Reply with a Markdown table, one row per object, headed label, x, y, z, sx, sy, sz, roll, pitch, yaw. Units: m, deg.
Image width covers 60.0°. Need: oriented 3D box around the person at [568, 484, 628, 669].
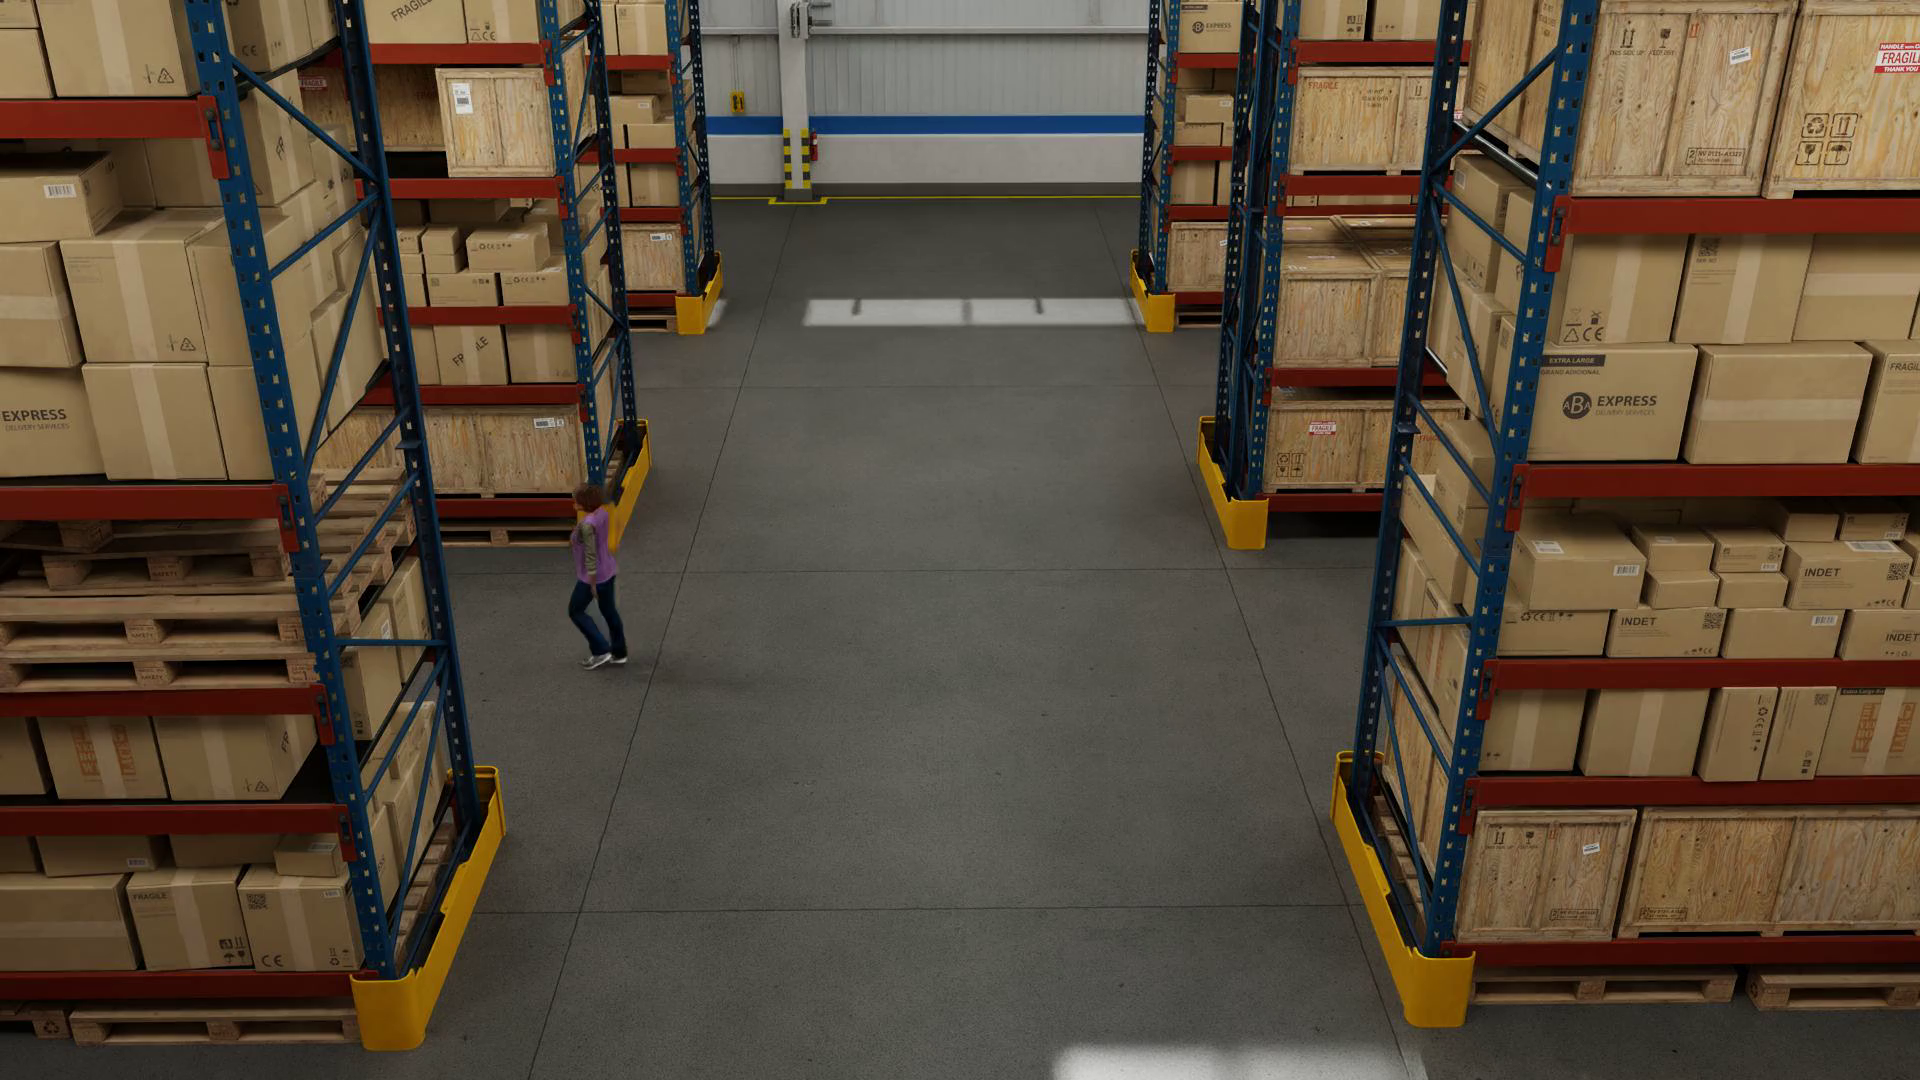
| label | x | y | z | sx | sy | sz | roll | pitch | yaw |
| --- | --- | --- | --- | --- | --- | --- | --- | --- | --- |
| person | -2.939 | 0.294 | 13.395 | 0.418 | 1.596 | 0.424 | 6 | 26 | 12 |
